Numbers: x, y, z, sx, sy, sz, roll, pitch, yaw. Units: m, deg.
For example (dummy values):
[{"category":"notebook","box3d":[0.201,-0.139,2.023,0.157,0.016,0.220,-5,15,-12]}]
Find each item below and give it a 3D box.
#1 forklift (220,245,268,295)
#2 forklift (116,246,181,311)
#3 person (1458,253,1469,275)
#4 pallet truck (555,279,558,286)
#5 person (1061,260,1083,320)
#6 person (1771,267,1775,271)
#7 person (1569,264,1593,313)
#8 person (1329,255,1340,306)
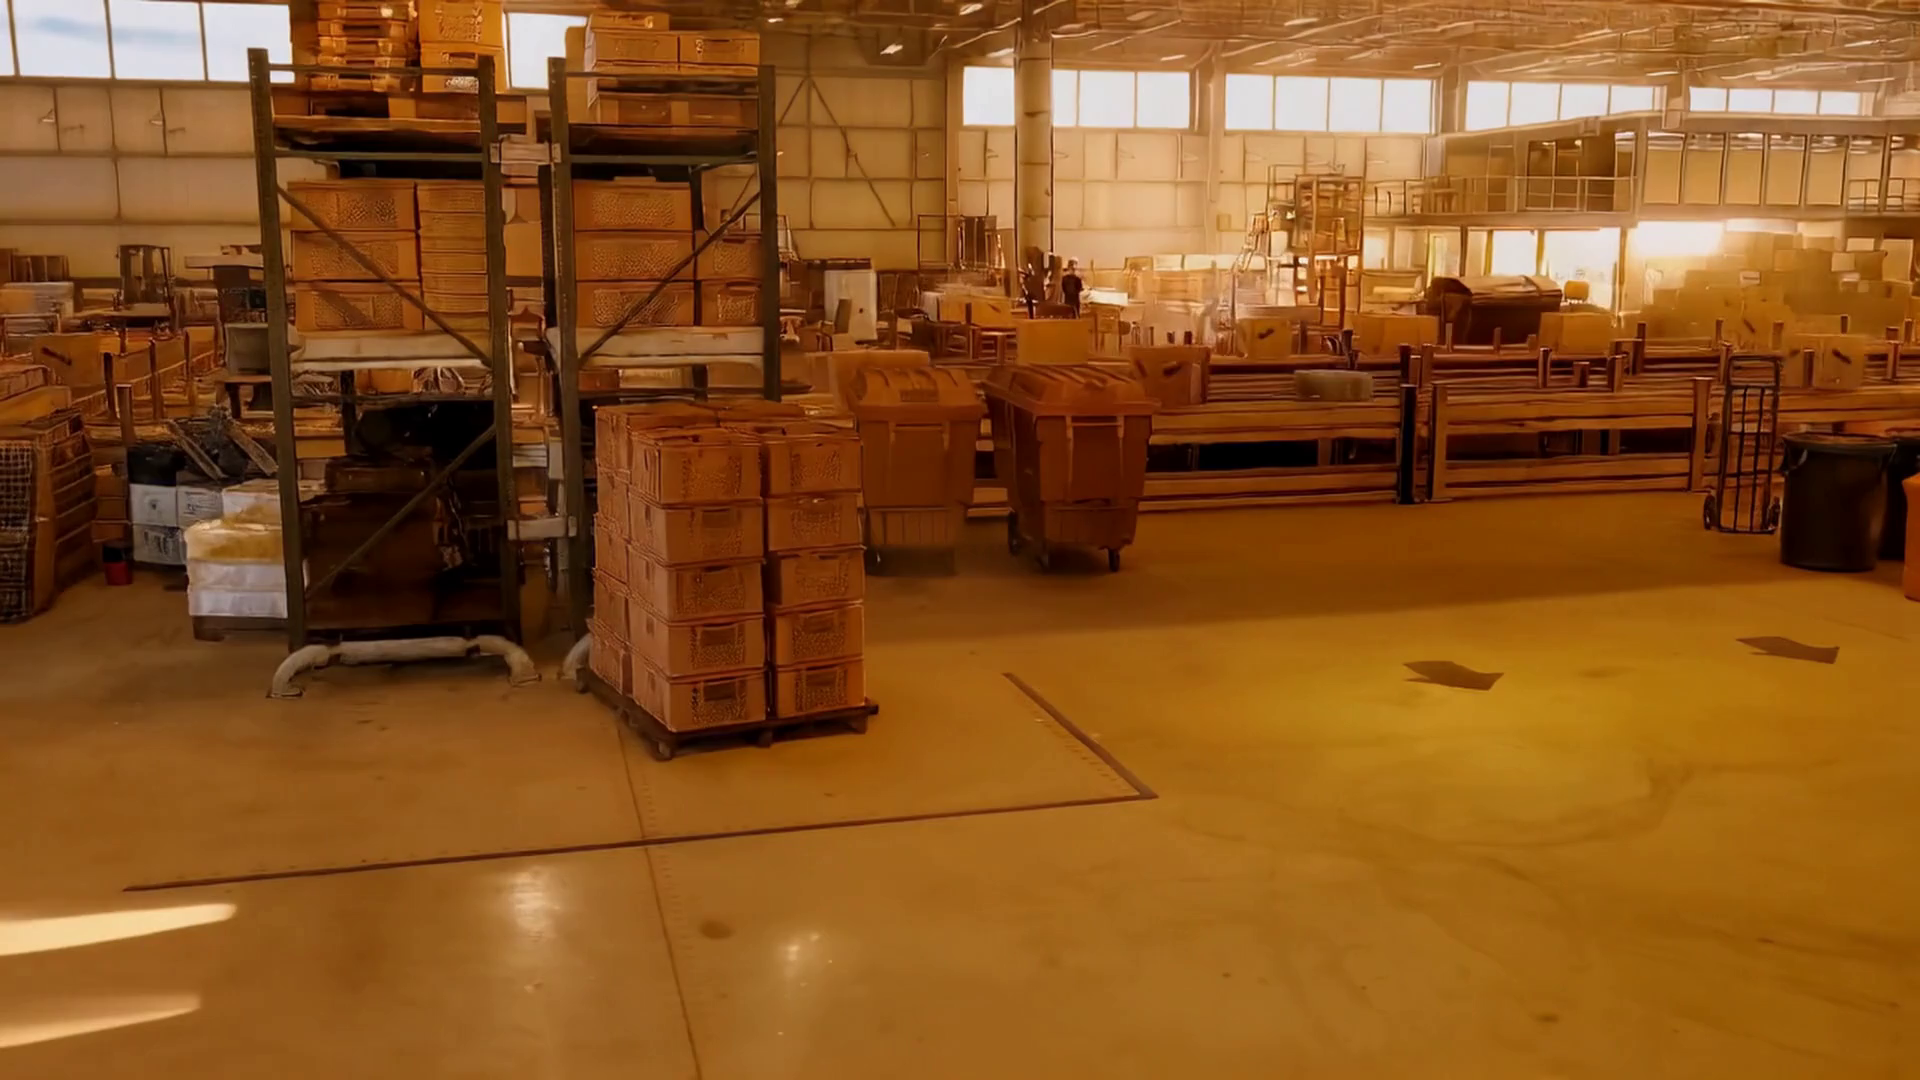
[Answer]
[{"category":"forklift","box3d":[-17.749,-6.334,41.440,1.157,1.987,2.680,-3,10,-17]},{"category":"forklift","box3d":[-19.966,-6.232,40.894,1.157,1.987,2.680,-3,10,-15]},{"category":"person","box3d":[17.391,-8.979,57.492,0.362,1.928,0.587,7,12,33]},{"category":"pallet truck","box3d":[-10.604,-6.375,44.520,0.653,1.274,1.630,-3,10,-15]},{"category":"person","box3d":[2.172,-4.440,31.955,0.323,1.871,0.530,-9,14,-42]},{"category":"person","box3d":[21.798,-6.673,44.465,0.553,1.922,0.724,-5,11,-28]},{"category":"person","box3d":[13.066,-4.930,35.075,0.538,1.756,0.393,-1,10,-3]},{"category":"person","box3d":[12.156,-8.257,53.572,0.604,1.864,0.422,8,13,37]}]
